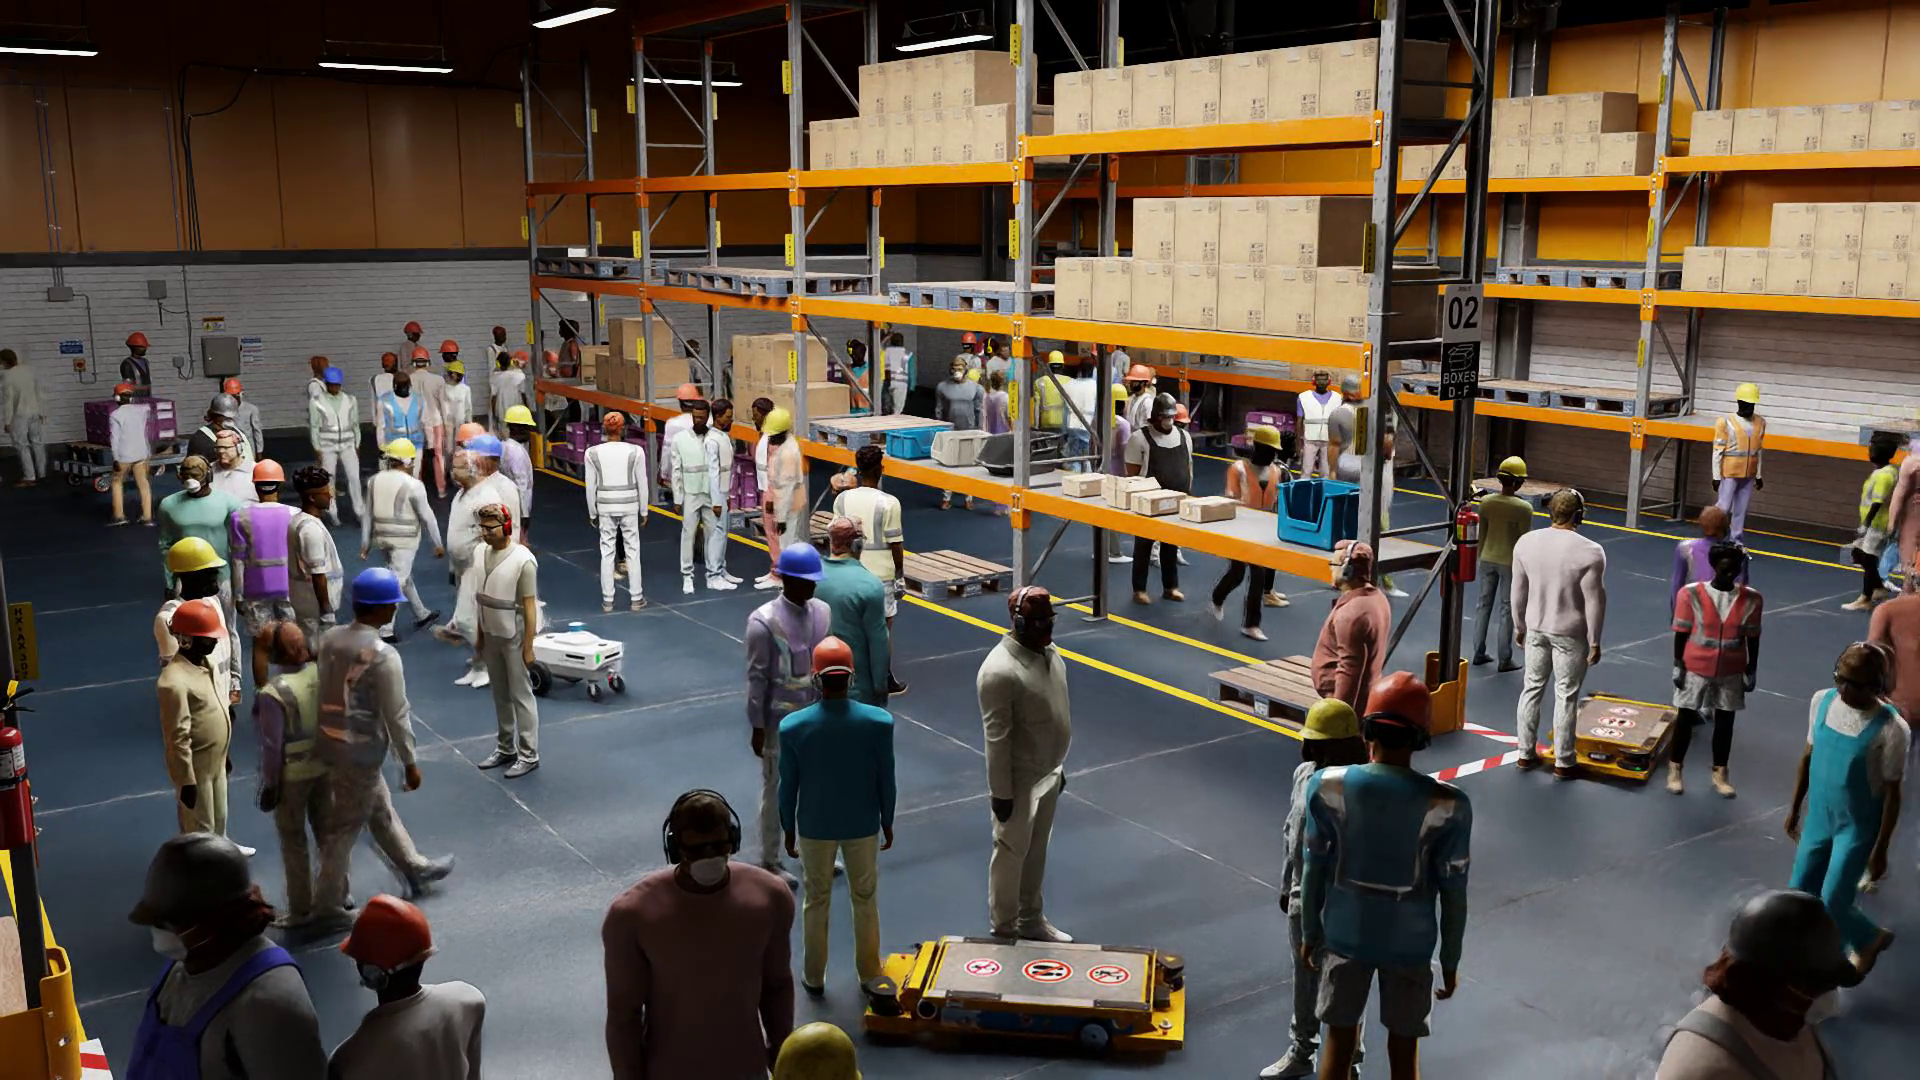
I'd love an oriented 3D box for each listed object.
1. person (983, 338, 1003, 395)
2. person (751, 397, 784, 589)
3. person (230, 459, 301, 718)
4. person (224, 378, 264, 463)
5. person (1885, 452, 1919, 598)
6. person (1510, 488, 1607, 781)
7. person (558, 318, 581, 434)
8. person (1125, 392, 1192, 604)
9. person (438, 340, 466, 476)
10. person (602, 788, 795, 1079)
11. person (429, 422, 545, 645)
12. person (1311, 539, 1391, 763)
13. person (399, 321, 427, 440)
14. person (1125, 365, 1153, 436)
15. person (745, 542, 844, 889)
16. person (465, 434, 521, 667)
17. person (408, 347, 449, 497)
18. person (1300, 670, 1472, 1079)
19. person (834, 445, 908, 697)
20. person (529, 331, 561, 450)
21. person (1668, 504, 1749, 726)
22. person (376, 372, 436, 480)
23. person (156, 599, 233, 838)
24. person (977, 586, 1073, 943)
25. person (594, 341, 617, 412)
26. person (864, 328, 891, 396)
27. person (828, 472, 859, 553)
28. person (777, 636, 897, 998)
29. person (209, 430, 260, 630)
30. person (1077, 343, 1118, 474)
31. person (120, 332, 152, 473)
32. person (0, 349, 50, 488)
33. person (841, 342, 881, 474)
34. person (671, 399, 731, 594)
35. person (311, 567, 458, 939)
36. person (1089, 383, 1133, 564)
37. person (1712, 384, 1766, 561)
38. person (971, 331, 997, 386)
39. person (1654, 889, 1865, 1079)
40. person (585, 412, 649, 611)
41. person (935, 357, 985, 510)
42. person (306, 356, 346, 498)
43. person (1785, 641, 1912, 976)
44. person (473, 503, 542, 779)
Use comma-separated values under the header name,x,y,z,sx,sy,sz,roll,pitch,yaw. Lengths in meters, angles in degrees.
name,x,y,z,sx,sy,sz,roll,pitch,yaw
person,0.492,-2.131,25.229,0.325,1.861,0.514,5,12,26
person,-1.888,-0.476,16.640,0.408,1.909,0.593,-2,11,-12
person,-5.082,0.361,12.322,0.549,1.923,0.390,-6,12,-27
person,-8.831,-1.117,20.361,0.577,1.739,0.392,-1,11,-3
person,8.729,-0.120,14.947,0.655,1.874,0.859,0,11,-2
person,3.938,0.615,10.965,0.358,1.938,0.636,-10,15,-42
person,-6.632,-2.776,28.249,0.368,1.966,0.603,-6,13,-28
person,1.945,-0.400,15.900,0.688,2.000,0.536,-4,12,-21
person,-7.243,-1.887,23.774,0.364,1.935,0.553,1,11,3
person,-0.811,1.717,5.324,0.627,1.940,0.376,-5,12,-25
person,-4.102,-0.043,14.357,0.990,1.929,0.623,0,11,1
person,2.178,0.938,9.395,0.405,1.906,0.653,5,12,26
person,-8.921,-2.581,27.207,0.417,1.985,0.627,1,11,7
person,2.118,-1.120,19.835,0.347,1.943,0.544,-4,12,-18
person,-0.907,0.962,9.203,0.416,1.940,0.619,10,15,42
person,-3.804,0.106,13.541,0.605,1.951,0.380,9,14,37
person,-7.041,-1.538,21.875,0.621,1.986,0.409,-3,12,-16
person,1.587,1.489,6.274,0.608,2.035,0.409,4,12,19
person,-0.679,0.241,12.811,0.607,1.966,0.367,6,13,29
person,-6.574,-2.331,26.117,0.746,1.928,0.636,-11,15,-43
person,5.436,0.556,12.082,0.526,1.614,0.658,4,12,17
person,-6.699,-1.123,20.177,0.659,1.809,0.721,-6,13,-30
person,-3.953,1.157,8.712,0.354,1.738,0.573,-1,11,-6
person,0.351,1.162,8.251,0.409,1.907,0.649,6,13,29
person,-5.688,-2.348,26.749,0.542,1.696,0.316,-3,11,-13
person,-1.438,-2.541,27.178,0.623,1.906,0.906,2,11,10
person,-0.908,0.252,13.596,0.310,1.639,0.514,-3,11,-15
person,-0.581,1.315,7.888,0.563,1.743,0.350,-1,11,-6
person,-6.153,0.010,14.143,0.643,1.910,0.400,0,11,-1
person,1.881,-1.693,22.531,0.609,2.036,0.403,-5,12,-23
person,-11.807,-1.975,23.997,0.419,2.034,0.604,0,11,1
person,-12.846,-1.682,22.856,0.362,1.912,0.766,1,11,6
person,-1.406,-1.857,23.679,0.590,1.916,0.393,3,11,15
person,-2.554,-0.440,16.423,0.590,1.916,0.393,-6,12,-26
person,-3.039,1.075,8.719,0.633,1.891,0.978,10,15,42
person,1.632,-0.712,17.787,0.384,1.925,0.592,-8,14,-36
person,8.355,-0.719,17.831,0.594,1.923,0.382,-2,11,-12
person,0.356,-3.216,30.820,0.619,1.845,0.430,6,13,29
person,2.125,1.852,4.373,0.703,2.000,1.032,-10,15,-43
person,-3.209,-0.265,15.618,0.575,1.883,0.355,-1,11,-7
person,-0.006,-1.336,20.955,0.629,1.939,0.372,1,11,5
person,-8.332,-1.473,21.790,0.403,1.875,0.602,-3,11,-15
person,4.139,1.318,7.697,0.610,1.820,0.559,-3,12,-17
person,-3.001,0.649,11.062,0.561,1.836,0.394,8,14,37
